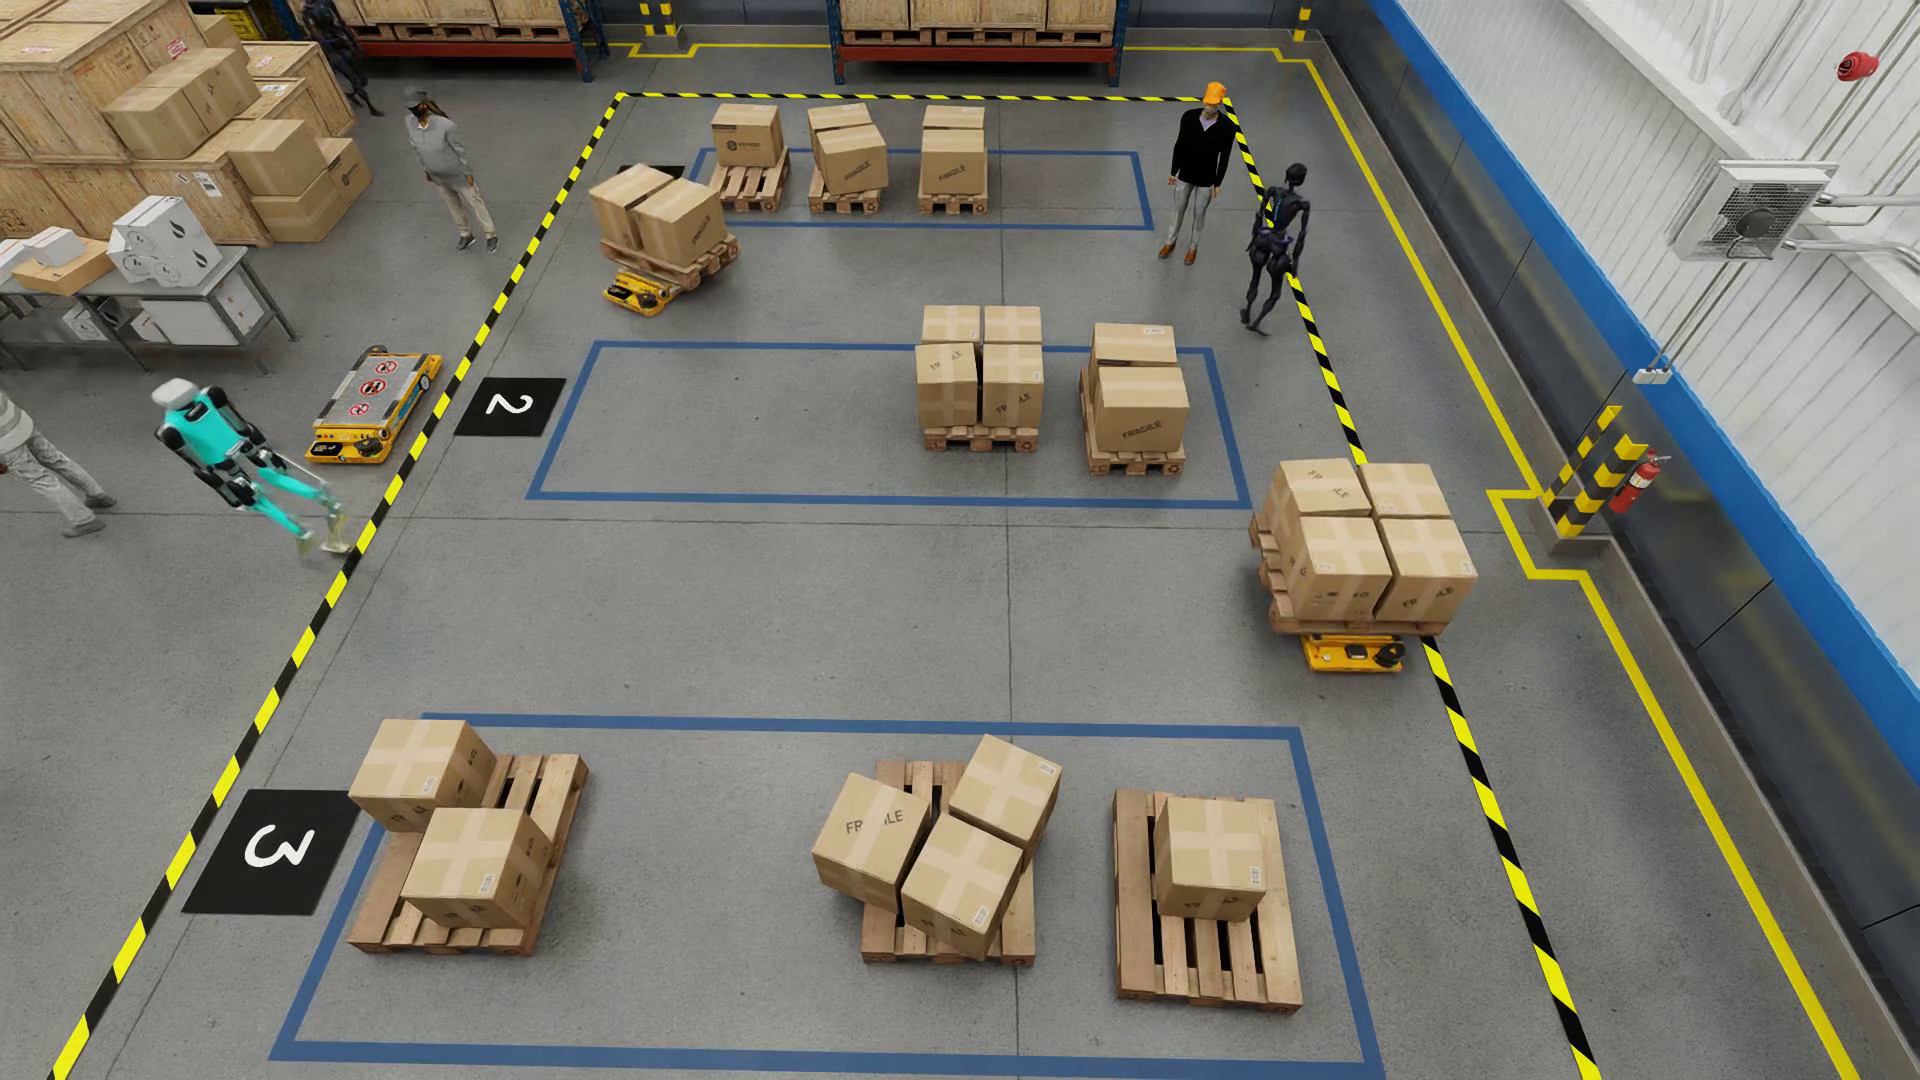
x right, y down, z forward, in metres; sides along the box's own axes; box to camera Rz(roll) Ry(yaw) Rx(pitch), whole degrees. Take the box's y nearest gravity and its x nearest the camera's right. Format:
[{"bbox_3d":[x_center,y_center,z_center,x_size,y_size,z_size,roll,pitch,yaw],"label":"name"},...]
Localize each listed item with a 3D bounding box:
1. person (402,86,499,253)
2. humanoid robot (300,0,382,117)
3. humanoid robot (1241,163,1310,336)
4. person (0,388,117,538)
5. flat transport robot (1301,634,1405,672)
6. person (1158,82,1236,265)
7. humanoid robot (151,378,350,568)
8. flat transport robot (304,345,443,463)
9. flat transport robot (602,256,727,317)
[{"bbox_3d":[-5.390,-3.897,9.681,0.563,1.769,0.396,6,50,5],"label":"person"},{"bbox_3d":[-8.049,-6.362,11.854,0.567,1.647,0.596,16,52,13],"label":"humanoid robot"},{"bbox_3d":[2.970,-2.764,8.786,0.451,1.648,0.615,-30,56,-23],"label":"humanoid robot"},{"bbox_3d":[-7.284,-0.796,6.948,0.415,1.939,0.606,-12,51,-10],"label":"person"},{"bbox_3d":[2.880,0.355,7.048,0.652,0.197,1.431,1,50,1],"label":"flat transport robot"},{"bbox_3d":[2.454,-3.775,9.504,0.586,1.884,0.360,22,53,18],"label":"person"},{"bbox_3d":[-5.037,-0.405,6.766,0.755,1.804,0.540,9,50,8],"label":"humanoid robot"},{"bbox_3d":[-5.383,-1.269,8.441,0.659,0.231,1.431,1,50,1],"label":"flat transport robot"},{"bbox_3d":[-3.096,-2.939,9.835,0.652,0.197,1.431,24,54,19],"label":"flat transport robot"}]
